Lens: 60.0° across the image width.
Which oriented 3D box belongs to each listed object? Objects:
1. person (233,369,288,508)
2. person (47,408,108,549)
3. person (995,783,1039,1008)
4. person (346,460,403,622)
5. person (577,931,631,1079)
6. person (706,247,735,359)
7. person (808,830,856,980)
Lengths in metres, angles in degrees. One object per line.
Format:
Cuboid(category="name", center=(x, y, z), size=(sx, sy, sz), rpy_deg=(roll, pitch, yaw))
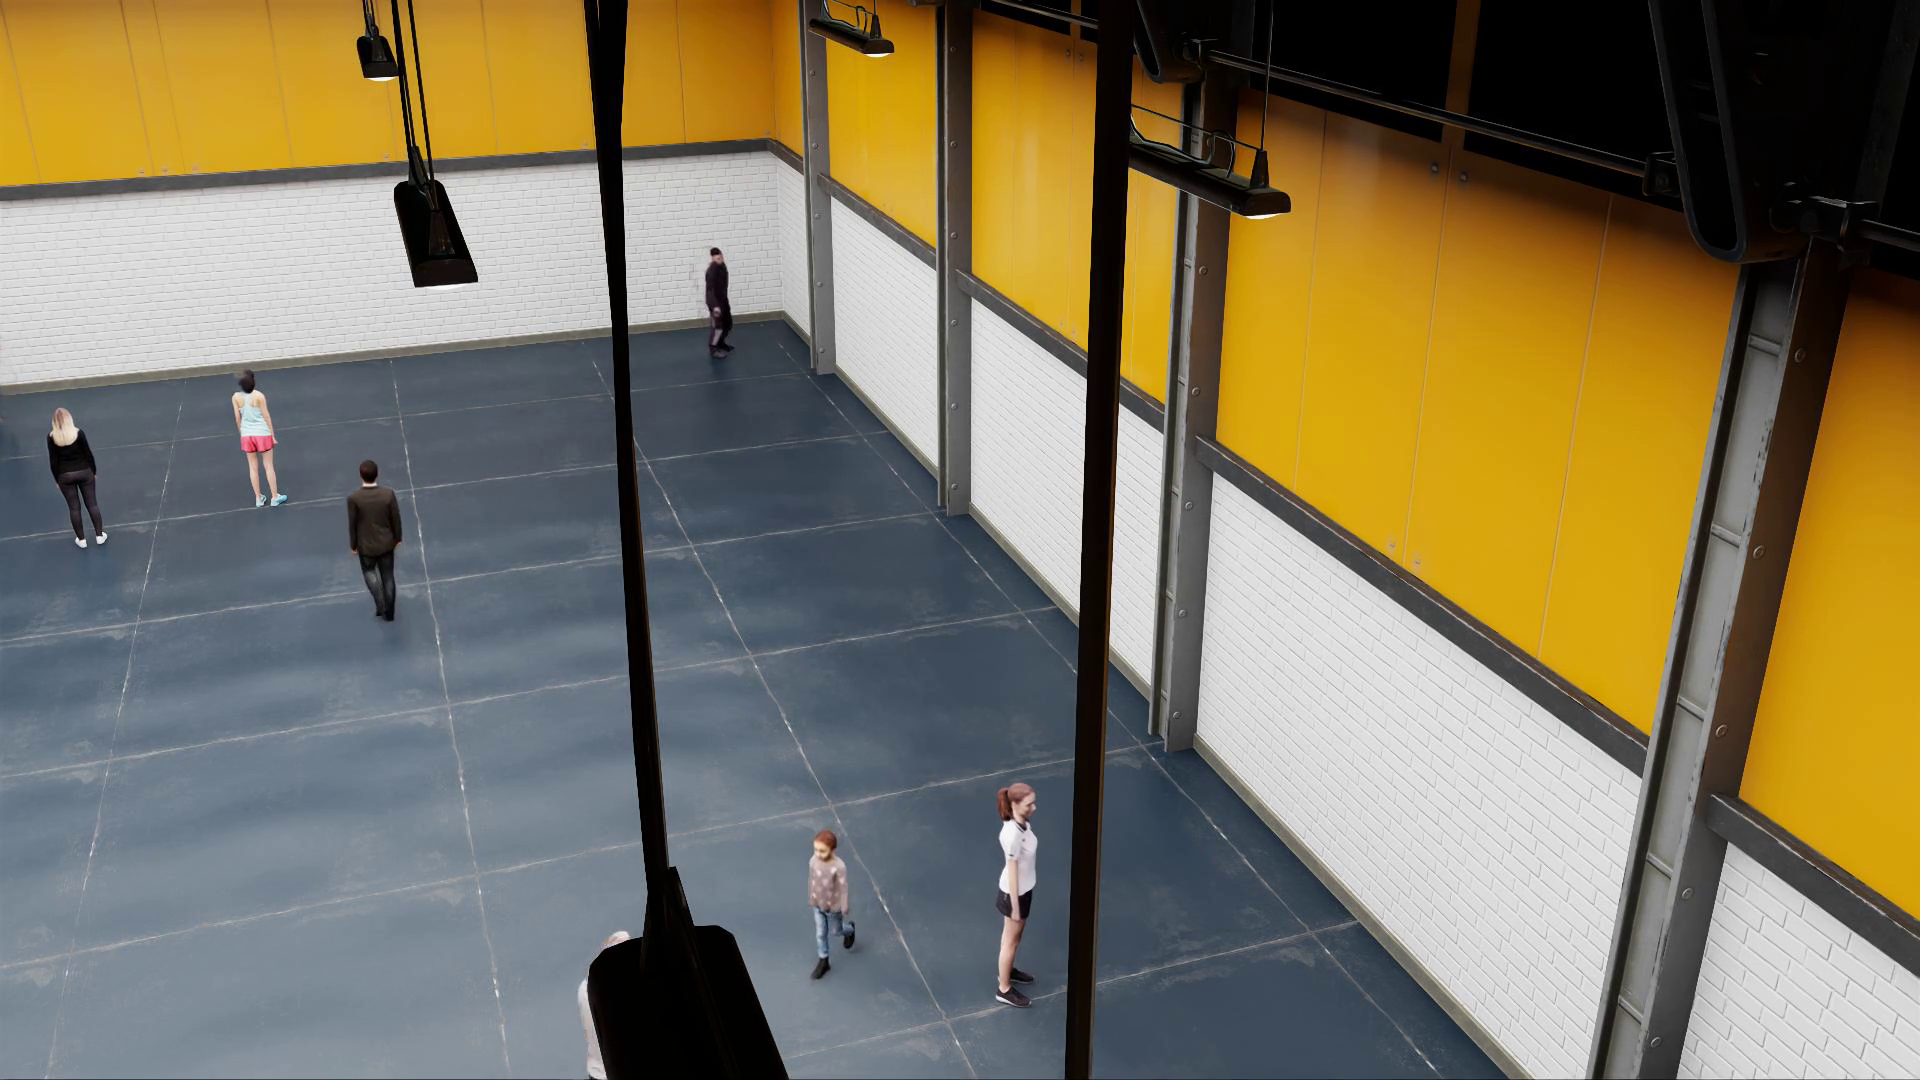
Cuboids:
Cuboid(category="person", center=(-8.683, -1.270, 20.533), size=(0.663, 1.765, 0.687), rpy_deg=(0, 24, 0))
Cuboid(category="person", center=(-10.319, -0.731, 19.398), size=(0.647, 1.686, 0.578), rpy_deg=(-13, 27, -27))
Cuboid(category="person", center=(0.403, 2.511, 11.904), size=(0.699, 1.749, 0.595), rpy_deg=(4, 24, 8))
Cuboid(category="person", center=(-6.121, 0.049, 17.485), size=(0.752, 1.790, 0.709), rpy_deg=(-13, 27, -27))
Cuboid(category="person", center=(-2.069, 3.262, 10.005), size=(0.940, 1.894, 1.003), rpy_deg=(9, 25, 20))
Cuboid(category="person", center=(-3.833, -3.746, 26.147), size=(0.959, 1.805, 0.836), rpy_deg=(1, 24, 2))
Cuboid(category="person", center=(-0.949, 2.648, 12.294), size=(0.749, 1.185, 0.801), rpy_deg=(12, 26, 25))
